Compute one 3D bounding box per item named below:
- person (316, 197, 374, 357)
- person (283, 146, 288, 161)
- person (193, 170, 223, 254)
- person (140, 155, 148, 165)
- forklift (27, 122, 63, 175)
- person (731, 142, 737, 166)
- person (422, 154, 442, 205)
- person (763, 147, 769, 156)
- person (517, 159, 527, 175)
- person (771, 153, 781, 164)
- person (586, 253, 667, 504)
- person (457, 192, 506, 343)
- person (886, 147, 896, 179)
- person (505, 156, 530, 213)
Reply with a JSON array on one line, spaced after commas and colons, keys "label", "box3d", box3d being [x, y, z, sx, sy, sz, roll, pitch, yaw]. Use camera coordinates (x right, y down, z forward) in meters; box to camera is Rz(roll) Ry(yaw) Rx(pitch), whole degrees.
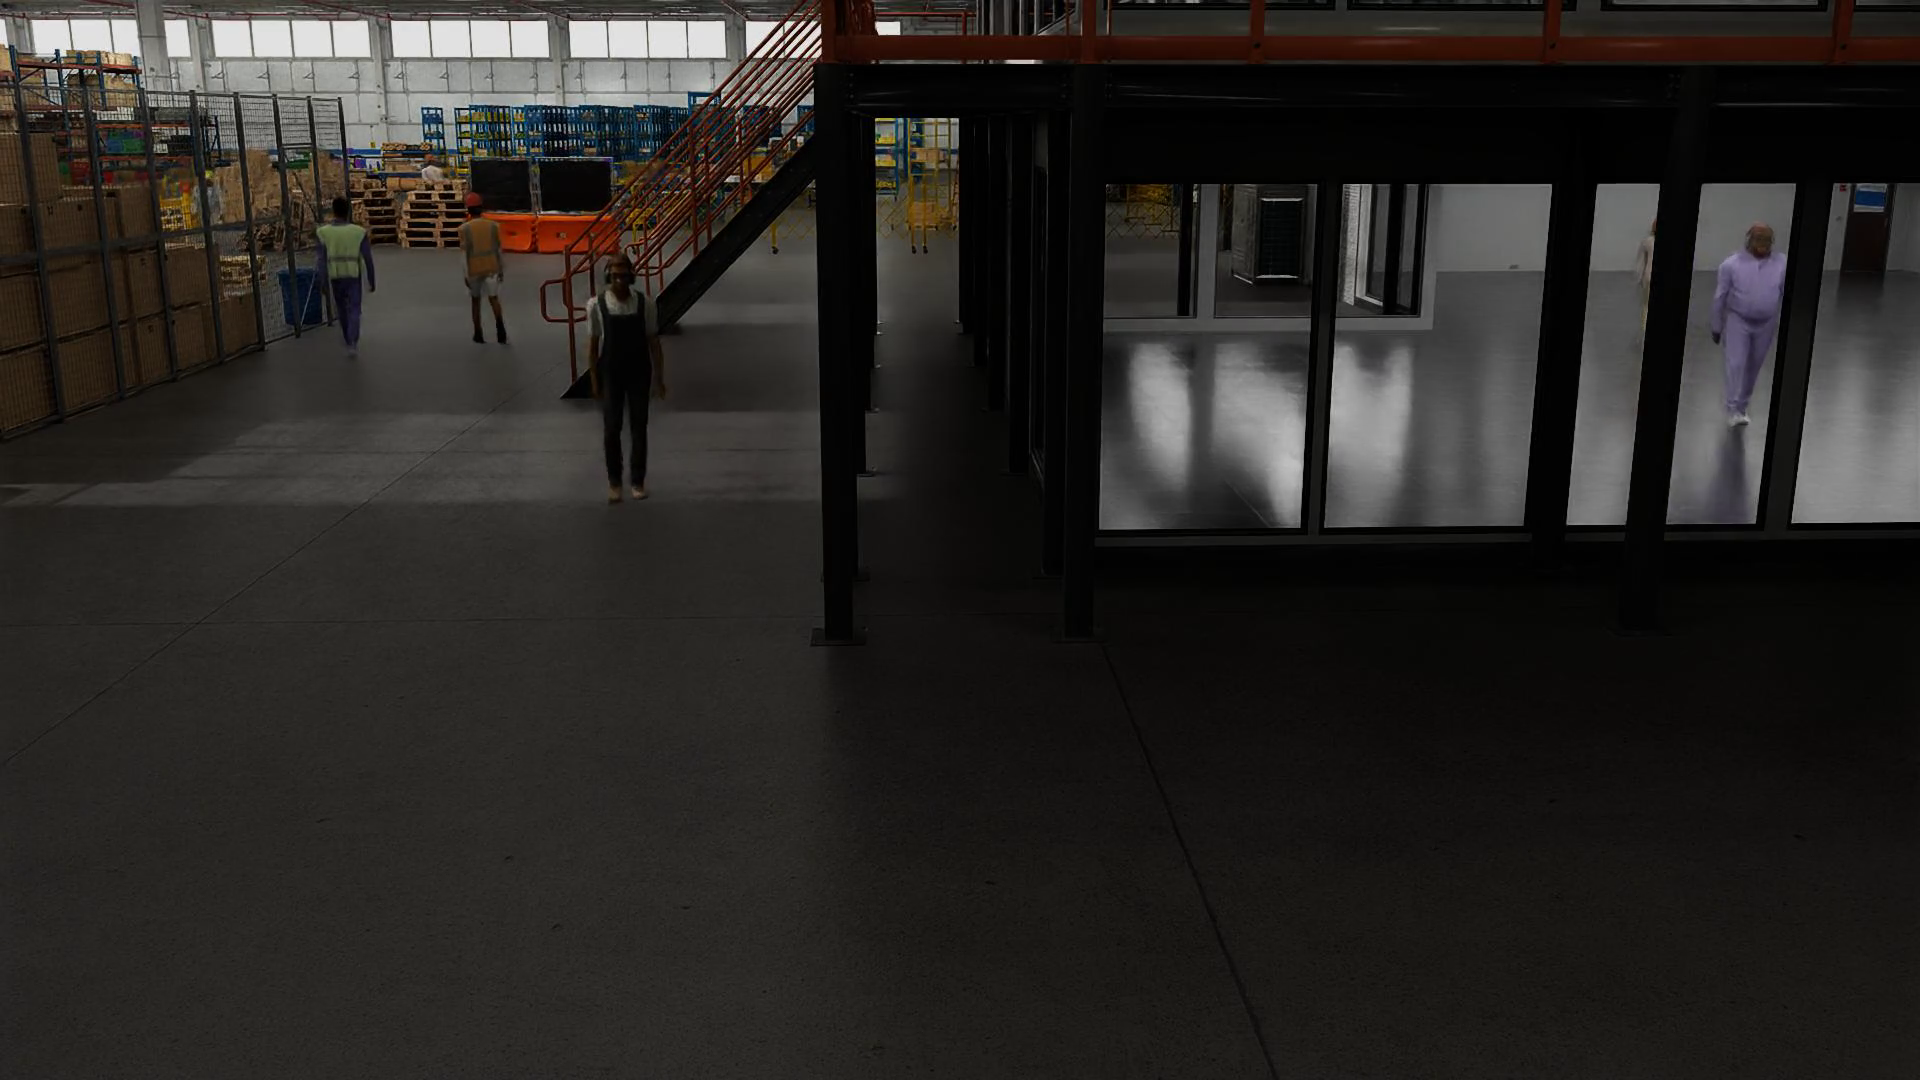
[{"label": "person", "box3d": [-7.370, -3.157, 19.979, 0.602, 1.888, 0.910, -3, 14, -13]}, {"label": "person", "box3d": [-36.630, -20.628, 90.198, 0.756, 1.695, 0.588, -7, 15, -25]}, {"label": "person", "box3d": [-16.249, -7.085, 35.922, 0.655, 1.774, 0.900, -11, 18, -38]}, {"label": "person", "box3d": [-40.589, -18.930, 82.950, 0.703, 1.915, 0.601, -12, 18, -40]}, {"label": "forklift", "box3d": [-35.376, -14.773, 64.377, 1.129, 2.768, 1.873, -1, 14, -2]}, {"label": "person", "box3d": [-11.605, -19.546, 85.549, 0.392, 1.847, 0.563, 2, 14, 9]}, {"label": "person", "box3d": [-13.937, -9.141, 43.747, 0.986, 1.947, 0.665, 10, 17, 35]}, {"label": "person", "box3d": [-8.510, -16.537, 73.723, 0.751, 1.736, 0.555, 3, 14, 11]}, {"label": "person", "box3d": [-14.929, -12.186, 56.666, 0.504, 1.583, 0.860, 6, 15, 22]}, {"label": "person", "box3d": [-8.209, -16.763, 74.138, 1.018, 1.994, 0.615, 6, 15, 21]}, {"label": "person", "box3d": [-2.419, -1.164, 12.135, 0.536, 1.826, 0.607, -4, 15, -16]}, {"label": "person", "box3d": [-5.995, -3.406, 20.913, 0.558, 1.915, 0.746, -8, 16, -28]}, {"label": "person", "box3d": [-3.544, -19.330, 84.427, 0.501, 1.981, 0.632, 1, 14, 3]}, {"label": "person", "box3d": [-12.118, -9.565, 45.605, 0.640, 1.875, 0.615, -2, 14, -6]}]
